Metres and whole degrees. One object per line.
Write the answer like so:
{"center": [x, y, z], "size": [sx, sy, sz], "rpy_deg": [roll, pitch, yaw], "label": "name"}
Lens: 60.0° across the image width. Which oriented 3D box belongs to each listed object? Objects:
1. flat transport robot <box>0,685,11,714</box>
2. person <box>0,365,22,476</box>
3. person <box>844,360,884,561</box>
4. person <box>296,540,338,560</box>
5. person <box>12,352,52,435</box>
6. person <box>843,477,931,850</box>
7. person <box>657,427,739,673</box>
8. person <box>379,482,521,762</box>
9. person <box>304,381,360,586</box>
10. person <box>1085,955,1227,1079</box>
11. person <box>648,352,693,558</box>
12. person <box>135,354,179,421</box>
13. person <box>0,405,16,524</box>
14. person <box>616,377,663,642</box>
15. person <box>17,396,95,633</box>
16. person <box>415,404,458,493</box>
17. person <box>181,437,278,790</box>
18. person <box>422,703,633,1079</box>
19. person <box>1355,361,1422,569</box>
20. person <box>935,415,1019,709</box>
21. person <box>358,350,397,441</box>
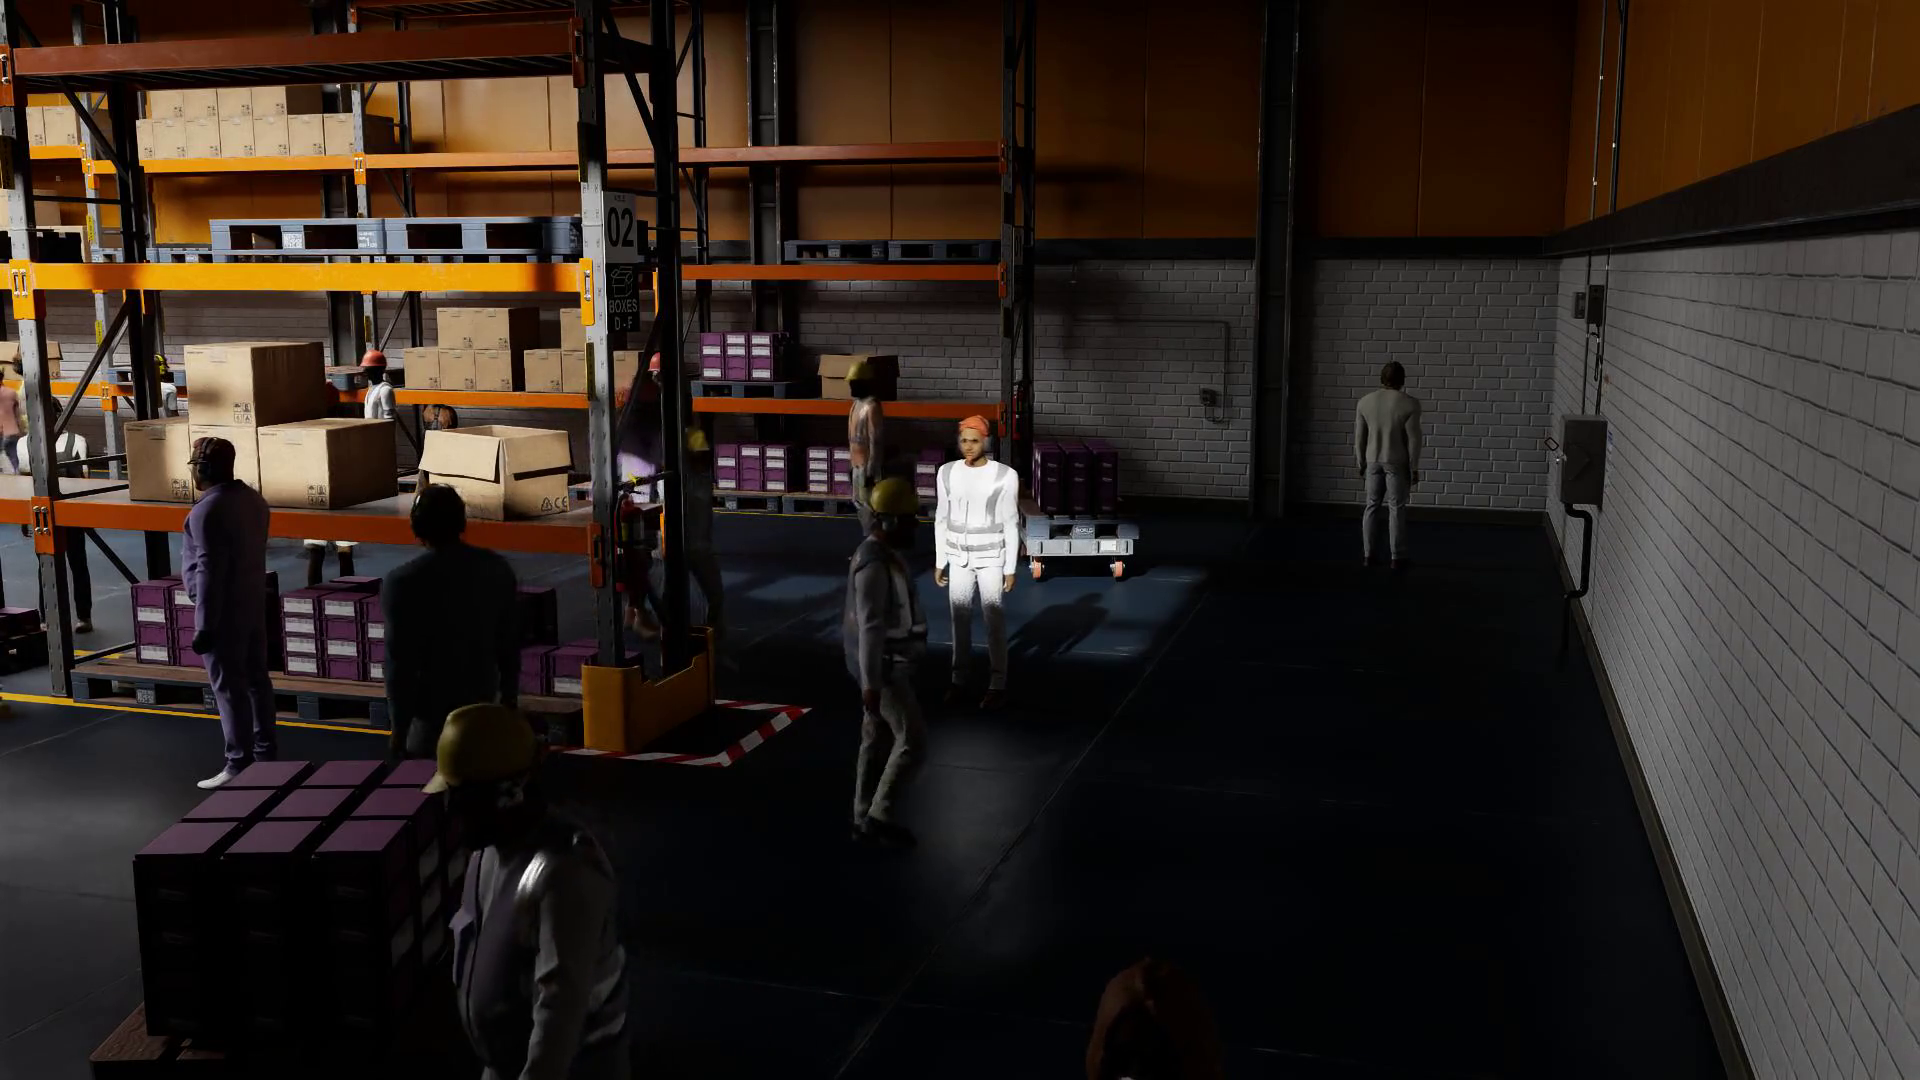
{"center": [-6.689, 1.004, 10.237], "size": [1.431, 0.197, 0.652], "rpy_deg": [3, 10, 16], "label": "flat transport robot"}
{"center": [-10.903, -1.183, 19.050], "size": [0.501, 1.760, 0.577], "rpy_deg": [1, 9, 5], "label": "person"}
{"center": [-0.924, -0.757, 15.959], "size": [0.373, 1.932, 0.598], "rpy_deg": [-3, 10, -19], "label": "person"}
{"center": [-6.382, -0.746, 15.972], "size": [0.543, 1.890, 0.563], "rpy_deg": [7, 12, 38], "label": "person"}
{"center": [-10.953, -1.322, 19.711], "size": [0.433, 1.828, 0.629], "rpy_deg": [-7, 12, -38], "label": "person"}
{"center": [-0.328, 0.600, 7.997], "size": [0.484, 1.813, 0.616], "rpy_deg": [0, 9, 3], "label": "person"}
{"center": [-1.829, 0.088, 11.431], "size": [0.505, 1.721, 0.702], "rpy_deg": [-9, 13, -44], "label": "person"}
{"center": [-2.101, 0.715, 7.005], "size": [0.672, 1.924, 0.632], "rpy_deg": [7, 12, 38], "label": "person"}
{"center": [-4.883, -0.265, 12.915], "size": [0.552, 1.932, 0.377], "rpy_deg": [-6, 11, -31], "label": "person"}
{"center": [0.346, 1.520, 2.972], "size": [0.499, 1.628, 0.271], "rpy_deg": [4, 10, 21], "label": "person"}
{"center": [-2.836, -0.816, 16.099], "size": [0.400, 1.989, 0.623], "rpy_deg": [6, 11, 33], "label": "person"}
{"center": [-8.715, -1.087, 18.137], "size": [0.533, 1.864, 0.314], "rpy_deg": [1, 9, 5], "label": "person"}
{"center": [-10.574, -0.968, 18.137], "size": [0.444, 1.622, 0.528], "rpy_deg": [1, 9, 5], "label": "person"}
{"center": [-2.387, -0.226, 12.465], "size": [0.779, 1.998, 0.663], "rpy_deg": [6, 11, 33], "label": "person"}
{"center": [-6.920, -0.194, 12.756], "size": [0.517, 1.843, 0.326], "rpy_deg": [-3, 10, -15], "label": "person"}
{"center": [-3.690, -0.056, 11.925], "size": [0.428, 1.844, 0.625], "rpy_deg": [0, 9, -2], "label": "person"}
{"center": [-3.976, 0.392, 8.996], "size": [0.402, 1.906, 0.652], "rpy_deg": [1, 9, 3], "label": "person"}
{"center": [-1.043, 1.270, 4.098], "size": [0.974, 1.765, 0.595], "rpy_deg": [-9, 13, -44], "label": "person"}
{"center": [4.001, -0.701, 15.561], "size": [0.629, 1.939, 0.371], "rpy_deg": [7, 12, 37], "label": "person"}
{"center": [0.107, 0.139, 10.629], "size": [0.579, 1.879, 0.348], "rpy_deg": [4, 10, 25], "label": "person"}
{"center": [-6.170, -1.044, 17.648], "size": [0.356, 1.938, 0.552], "rpy_deg": [-7, 12, -37], "label": "person"}
